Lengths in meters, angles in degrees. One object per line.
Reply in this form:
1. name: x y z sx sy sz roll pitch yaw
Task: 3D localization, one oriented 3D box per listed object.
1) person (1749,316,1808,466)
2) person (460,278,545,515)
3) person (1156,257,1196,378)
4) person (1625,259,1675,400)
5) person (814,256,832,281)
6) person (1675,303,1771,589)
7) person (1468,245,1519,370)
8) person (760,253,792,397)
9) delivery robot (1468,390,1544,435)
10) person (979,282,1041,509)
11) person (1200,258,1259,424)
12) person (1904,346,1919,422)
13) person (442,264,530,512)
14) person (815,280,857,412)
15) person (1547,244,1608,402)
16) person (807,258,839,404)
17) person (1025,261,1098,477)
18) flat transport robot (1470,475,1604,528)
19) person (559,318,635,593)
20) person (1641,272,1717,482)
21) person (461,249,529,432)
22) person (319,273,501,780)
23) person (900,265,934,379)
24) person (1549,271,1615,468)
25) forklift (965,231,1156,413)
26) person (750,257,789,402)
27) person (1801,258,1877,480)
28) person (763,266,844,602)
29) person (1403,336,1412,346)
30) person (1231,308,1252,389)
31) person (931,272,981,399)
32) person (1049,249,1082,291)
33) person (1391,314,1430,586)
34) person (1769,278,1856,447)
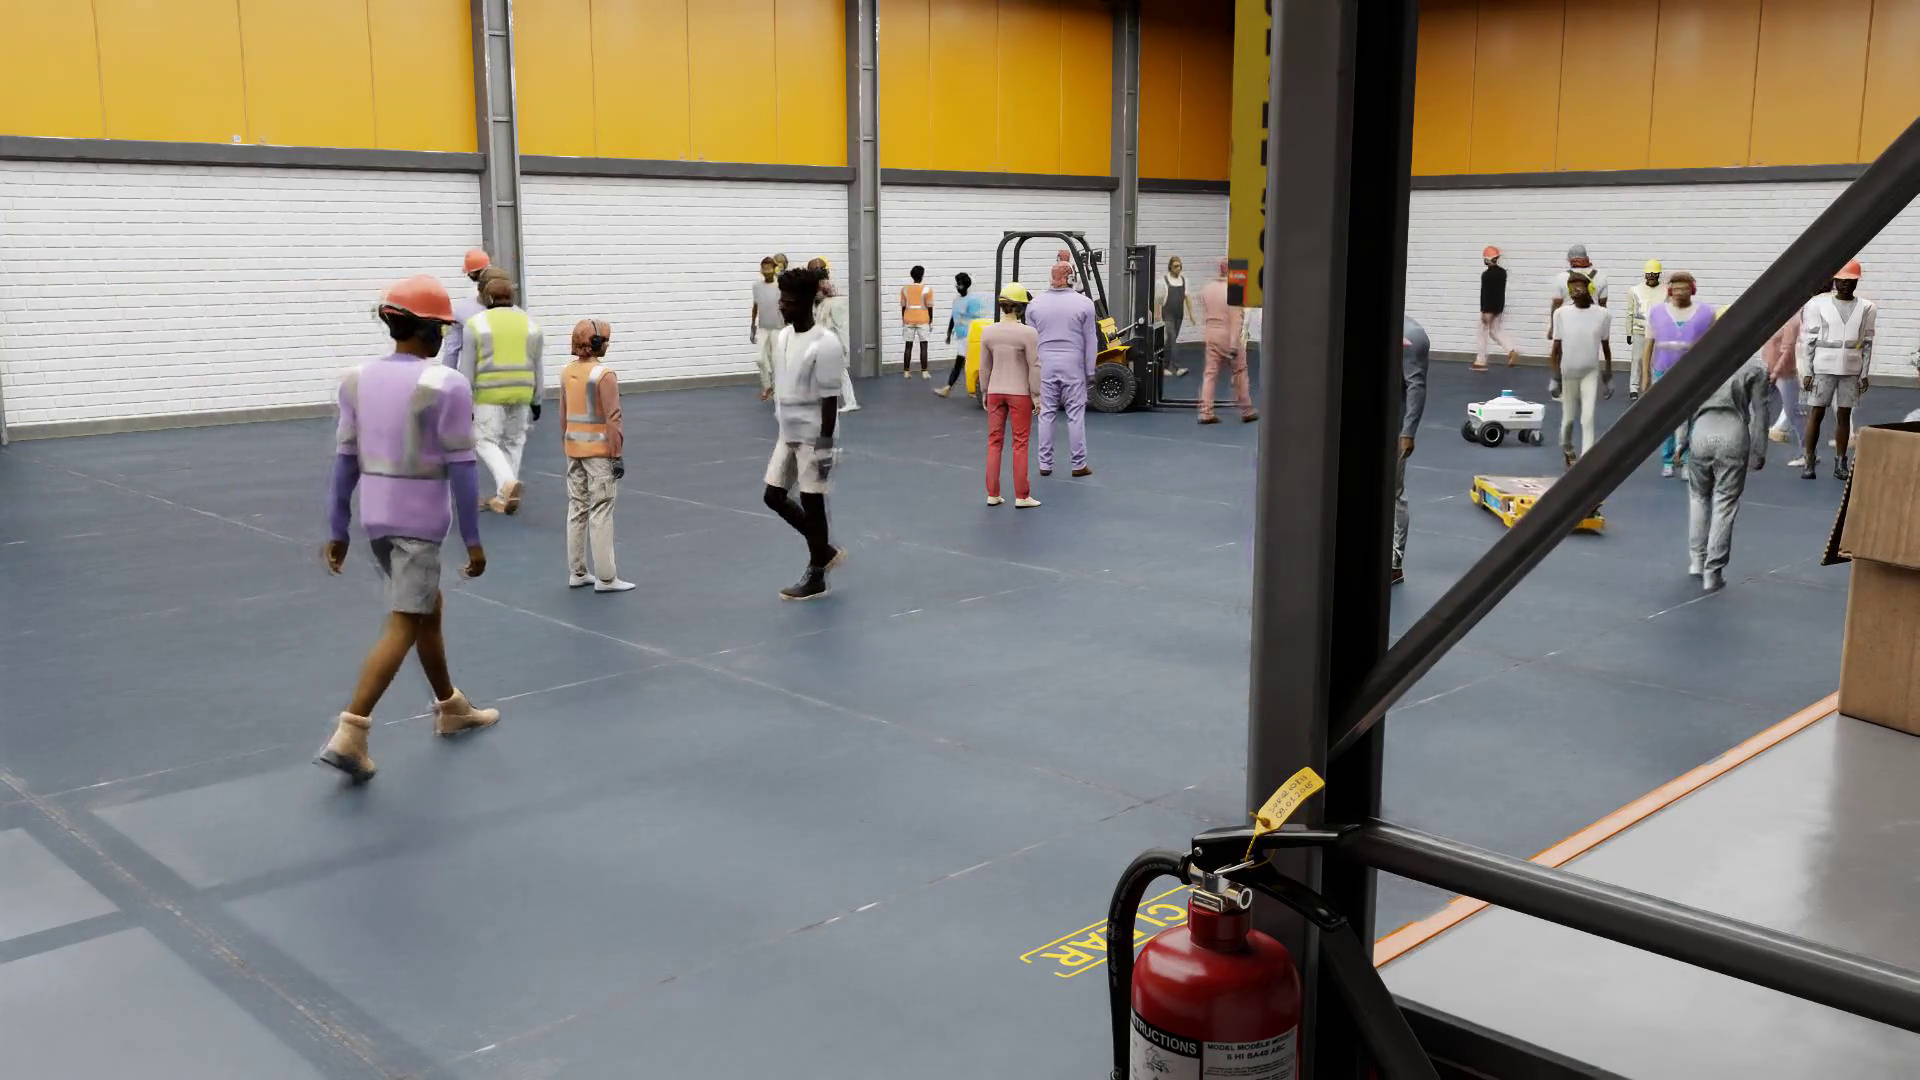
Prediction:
1. person: 7.536 -1.519 15.307 0.895 1.725 0.532 -2 11 -11
2. person: -3.415 -1.055 12.543 0.665 1.812 0.719 -8 13 -36
3. person: 3.246 -3.319 24.881 0.537 1.797 0.943 -5 12 -26
4. person: 8.917 -2.708 21.508 0.590 1.826 0.403 4 11 20
5. person: -1.962 -3.060 23.395 0.404 1.834 0.591 -3 11 -18
6. person: 4.666 -0.578 10.157 0.502 1.722 0.602 7 13 35
7. person: 8.417 -3.637 26.161 0.625 1.975 0.718 -7 13 -35
8. person: -2.414 -2.835 21.986 0.451 1.904 0.660 -5 11 -25
9. delivery robot: 5.560 -1.283 16.939 0.707 0.478 0.477 -1 10 -5
10. person: 0.406 -1.131 13.067 0.533 1.765 0.323 6 12 30
11. person: 3.094 -2.255 18.901 0.914 1.870 0.666 -8 13 -37
12. person: 3.499 0.129 5.962 0.531 1.855 0.328 -5 11 -25
13. person: -3.670 -1.173 12.930 0.687 1.922 0.414 -6 12 -29
14. person: -1.604 -2.307 19.918 0.842 1.587 0.525 -4 11 -22
15. person: 7.958 -2.813 21.485 0.721 2.000 0.581 0 10 -2
16. person: -1.777 -2.624 20.993 0.429 1.847 0.627 -5 12 -27
17. person: 0.907 -1.507 14.754 0.640 1.901 0.401 3 11 17
18. flat transport robot: 4.357 -0.305 12.637 0.652 0.197 1.431 1 10 5
19. person: -2.201 -0.502 9.977 0.523 1.638 0.311 9 14 40
20. person: 6.240 -1.414 14.484 0.575 1.813 0.793 5 12 25
21. person: -4.926 -2.083 17.683 0.376 1.989 0.844 5 11 23
22. person: -2.272 -0.069 6.686 0.616 1.998 1.046 5 12 27
23. person: -0.643 -3.227 24.707 0.537 1.693 0.320 3 11 18
24. person: 5.488 -1.455 14.676 0.548 1.836 0.845 4 11 20
25. forklift: 1.222 -2.721 20.561 2.313 2.155 1.214 2 11 13
26. person: -2.429 -2.681 21.248 0.580 1.859 0.422 3 11 15
27. person: 7.671 -1.487 14.535 0.544 1.939 0.354 3 11 15
28. person: -0.915 -0.611 9.709 0.417 1.952 0.641 -8 13 -36
29. person: 1.414 0.072 6.035 0.372 1.934 0.551 4 11 21
30. person: 3.936 -2.919 23.175 0.286 1.633 0.498 4 11 21
31. person: 0.001 -2.637 21.572 0.887 1.638 0.556 -5 11 -24
32. person: 1.618 -3.626 26.282 0.654 1.906 0.408 -8 13 -36
33. person: 2.555 -0.689 10.181 0.367 1.939 0.634 -7 12 -33
34. person: 8.717 -1.841 16.888 0.639 1.795 0.985 -5 11 -24
